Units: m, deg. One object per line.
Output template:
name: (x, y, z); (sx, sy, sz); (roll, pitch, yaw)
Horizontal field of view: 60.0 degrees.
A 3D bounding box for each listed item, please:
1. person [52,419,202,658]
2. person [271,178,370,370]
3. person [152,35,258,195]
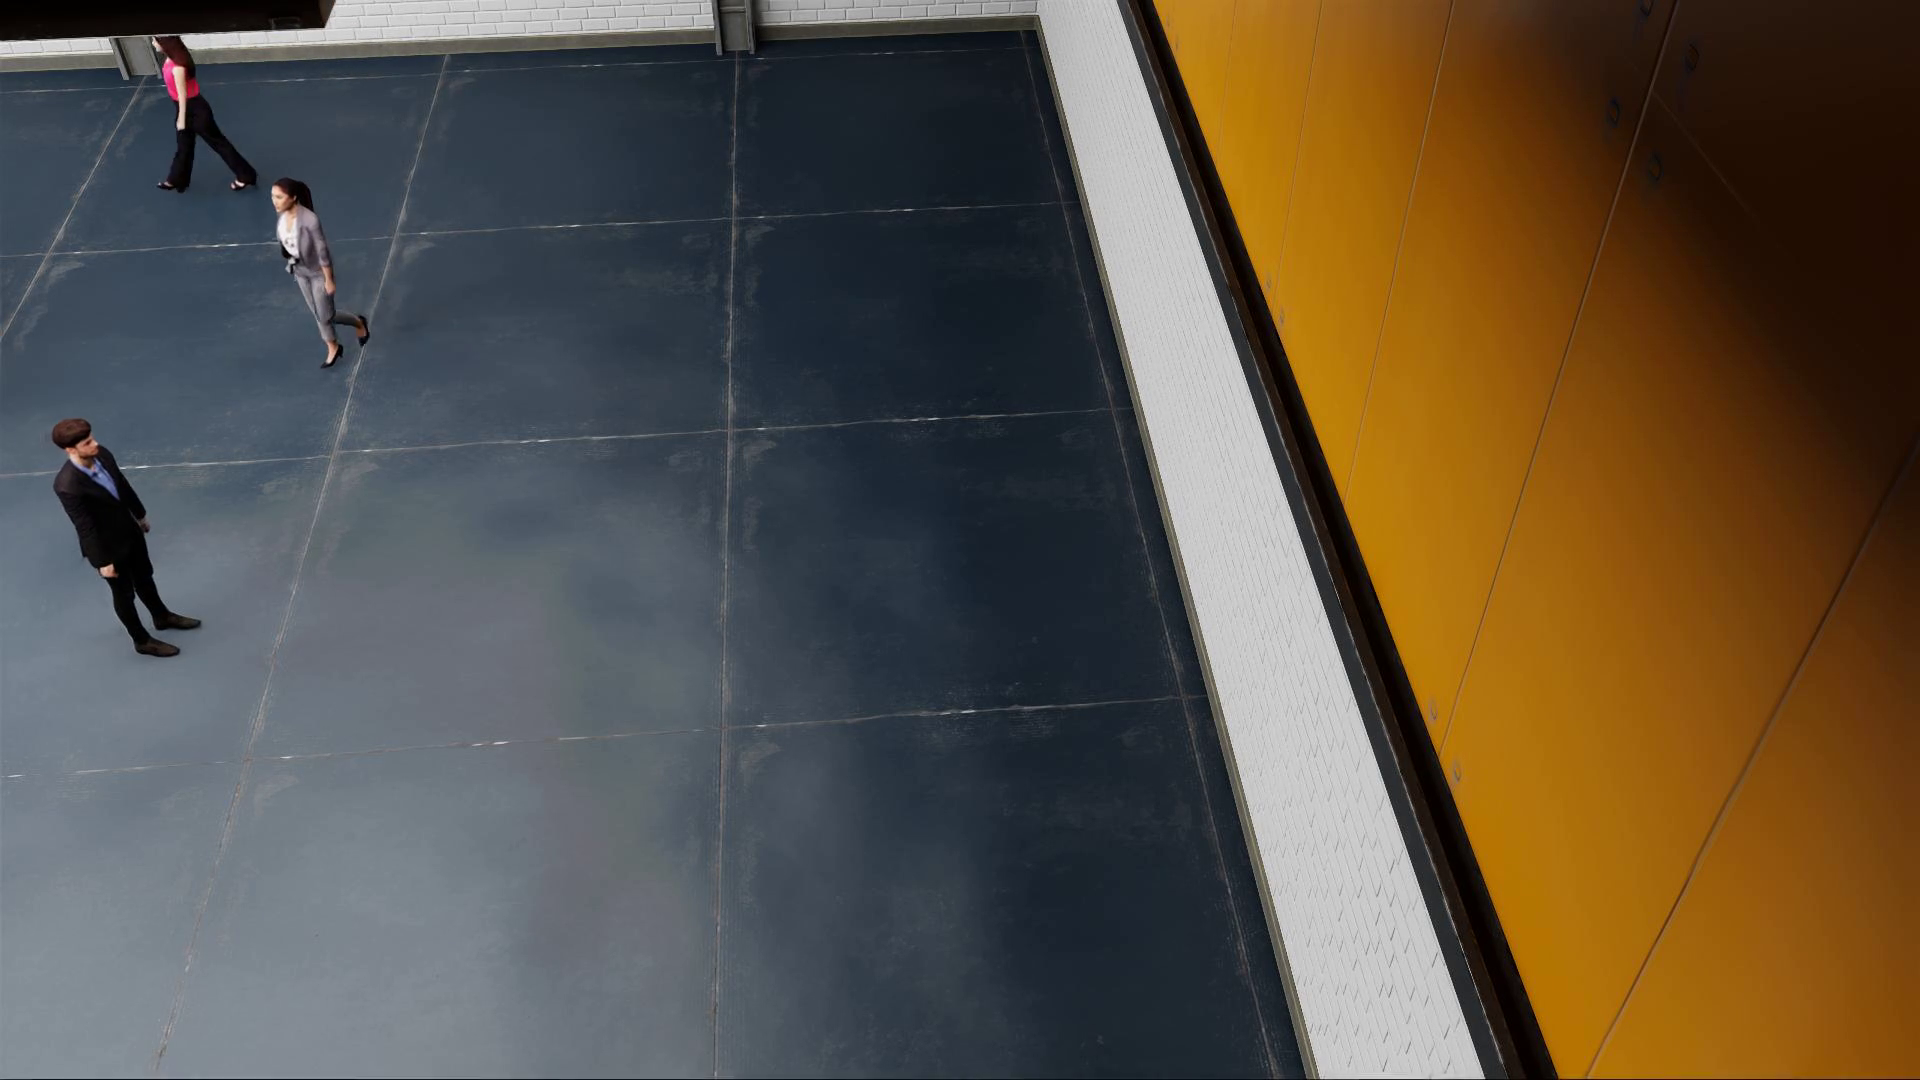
person: (-5.425, -0.018, 10.633); (0.700, 1.889, 0.752); (5, 44, 5)
person: (-4.975, -2.112, 12.991); (0.820, 1.668, 0.876); (24, 49, 23)
person: (-6.729, -3.800, 14.801); (1.162, 1.616, 0.863); (-19, 47, -19)
